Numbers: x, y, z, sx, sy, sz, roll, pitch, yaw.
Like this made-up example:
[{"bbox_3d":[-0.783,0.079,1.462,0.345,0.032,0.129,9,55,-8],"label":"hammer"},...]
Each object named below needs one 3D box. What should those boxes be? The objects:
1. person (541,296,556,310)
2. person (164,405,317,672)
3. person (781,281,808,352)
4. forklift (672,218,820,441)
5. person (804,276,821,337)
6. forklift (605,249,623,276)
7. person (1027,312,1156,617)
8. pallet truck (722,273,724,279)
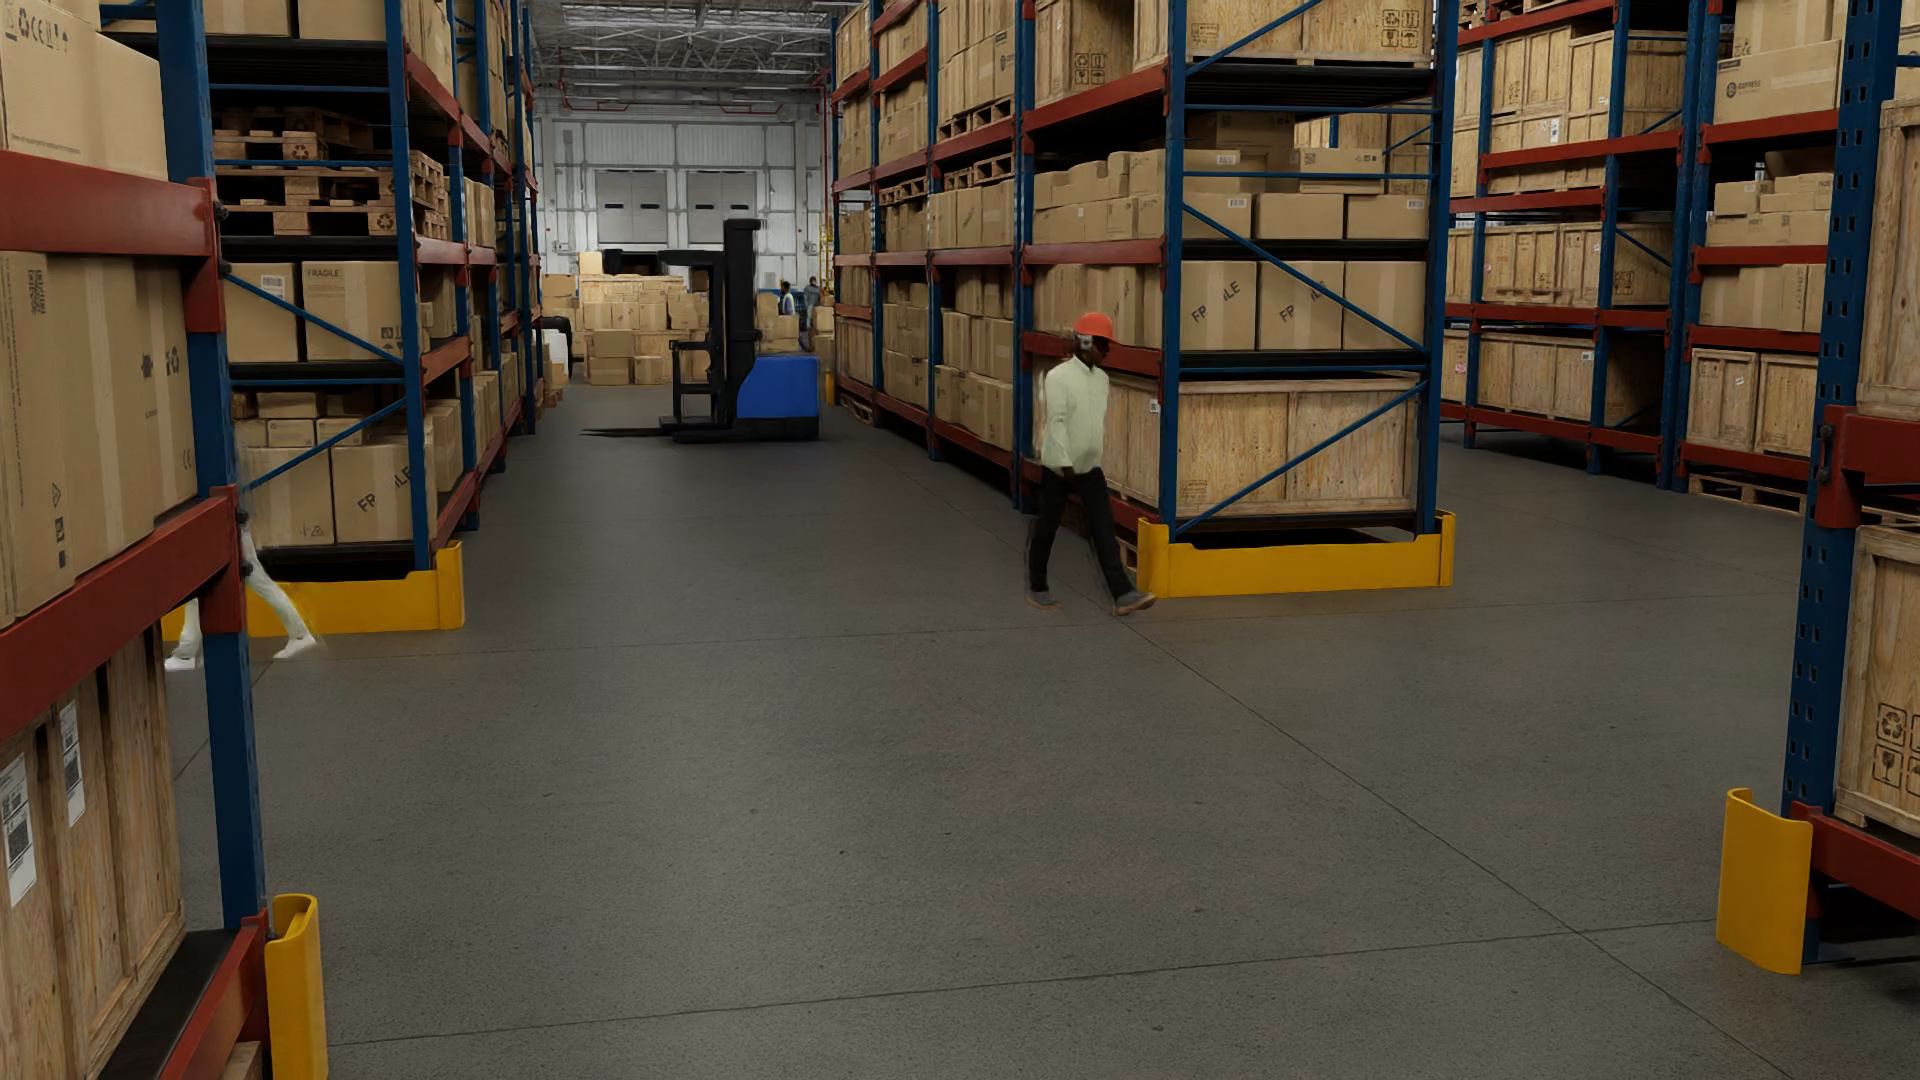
[{"bbox_3d":[-14.527,-8.214,58.794,0.533,1.596,0.825,-4,10,-21],"label":"person"},{"bbox_3d":[-4.052,-0.078,9.223,0.859,1.592,0.509,-2,10,-14],"label":"person"},{"bbox_3d":[-4.289,-5.578,41.894,0.980,1.878,0.593,0,9,0],"label":"person"},{"bbox_3d":[-2.808,-2.715,21.373,1.873,2.768,1.129,-2,10,-12],"label":"forklift"},{"bbox_3d":[-4.718,-7.490,53.342,0.635,1.937,0.352,-7,12,-38],"label":"person"},{"bbox_3d":[-11.407,-8.233,55.004,1.873,2.768,1.129,-5,11,-29],"label":"forklift"},{"bbox_3d":[0.799,-0.467,10.555,0.647,1.920,1.021,-8,12,-41],"label":"person"},{"bbox_3d":[-8.580,-8.986,62.280,1.885,1.965,0.823,1,9,5],"label":"pallet truck"}]
